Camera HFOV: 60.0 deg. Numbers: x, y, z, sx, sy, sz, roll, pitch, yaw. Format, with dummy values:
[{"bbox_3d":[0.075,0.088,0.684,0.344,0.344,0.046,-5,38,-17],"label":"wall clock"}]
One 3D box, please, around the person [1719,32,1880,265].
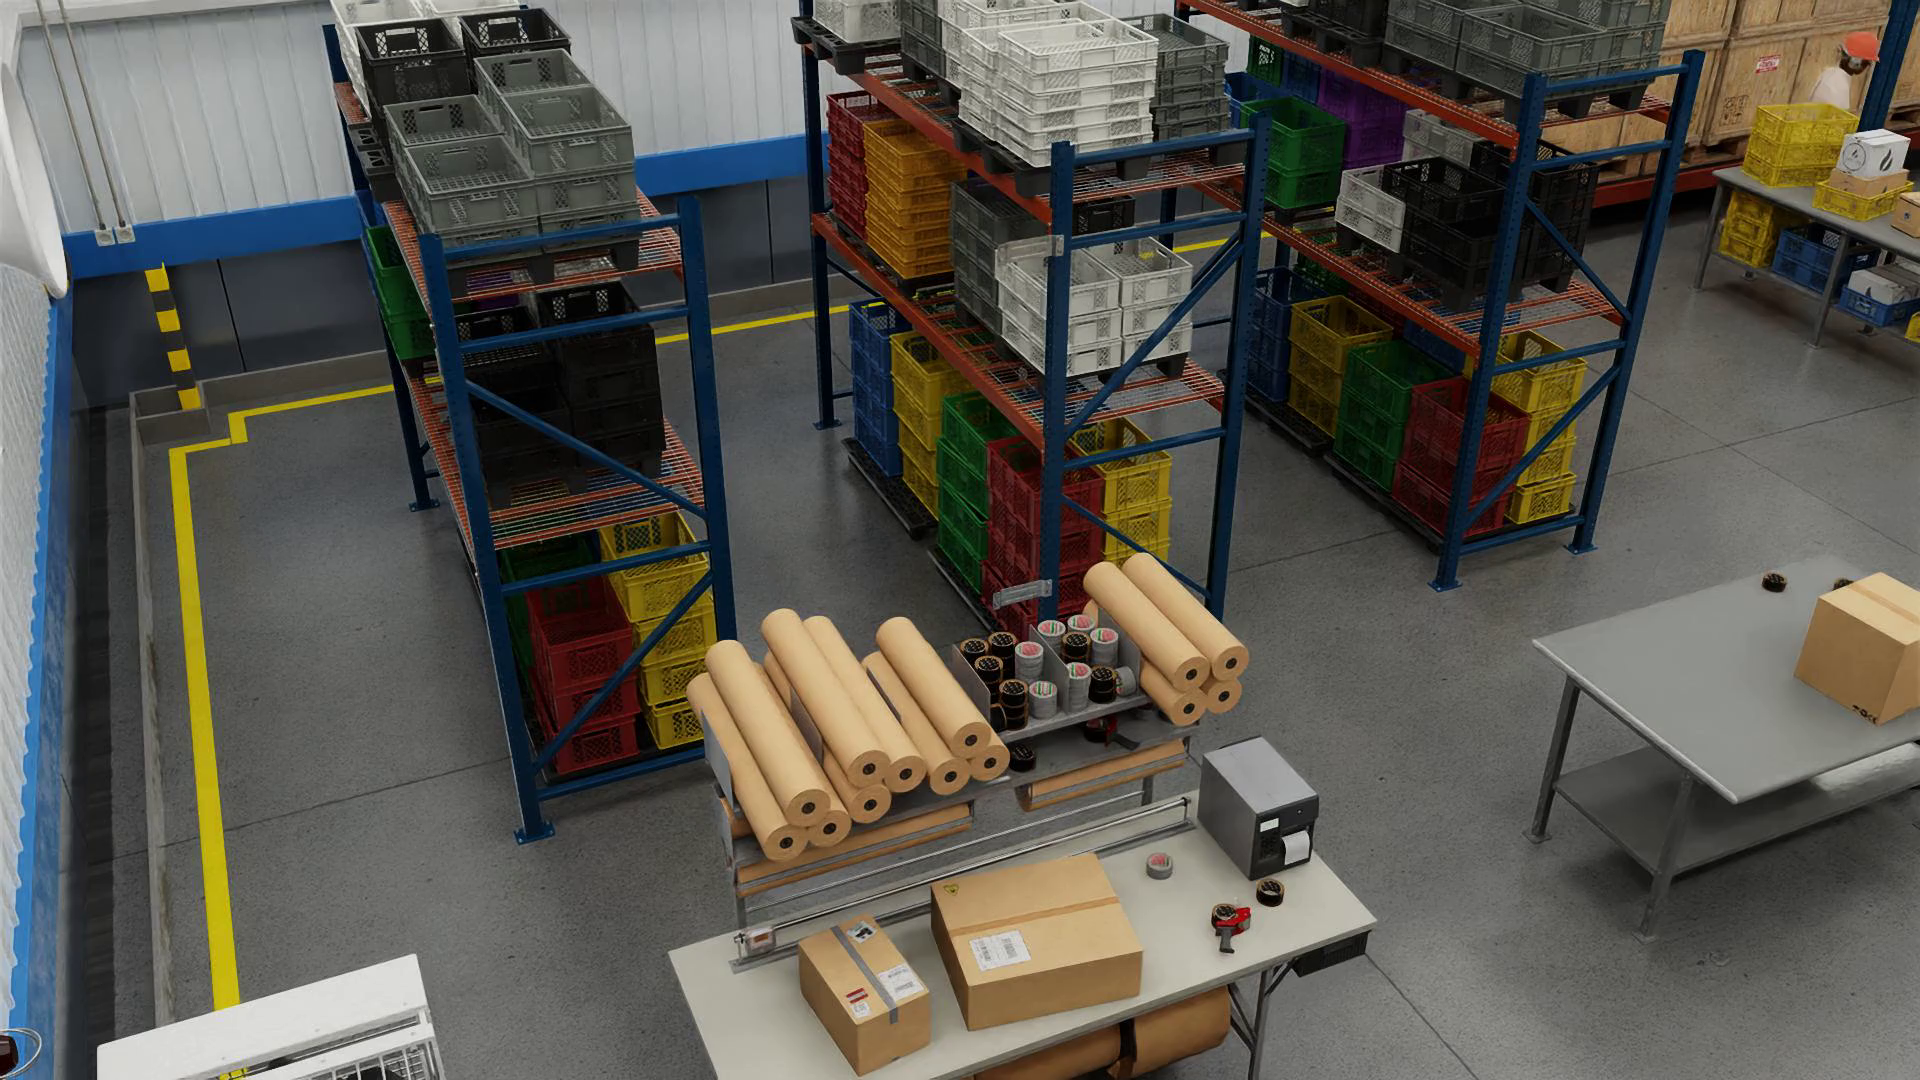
[{"bbox_3d":[6.842,-3.175,13.522,0.847,1.957,0.661,11,33,18],"label":"person"}]
